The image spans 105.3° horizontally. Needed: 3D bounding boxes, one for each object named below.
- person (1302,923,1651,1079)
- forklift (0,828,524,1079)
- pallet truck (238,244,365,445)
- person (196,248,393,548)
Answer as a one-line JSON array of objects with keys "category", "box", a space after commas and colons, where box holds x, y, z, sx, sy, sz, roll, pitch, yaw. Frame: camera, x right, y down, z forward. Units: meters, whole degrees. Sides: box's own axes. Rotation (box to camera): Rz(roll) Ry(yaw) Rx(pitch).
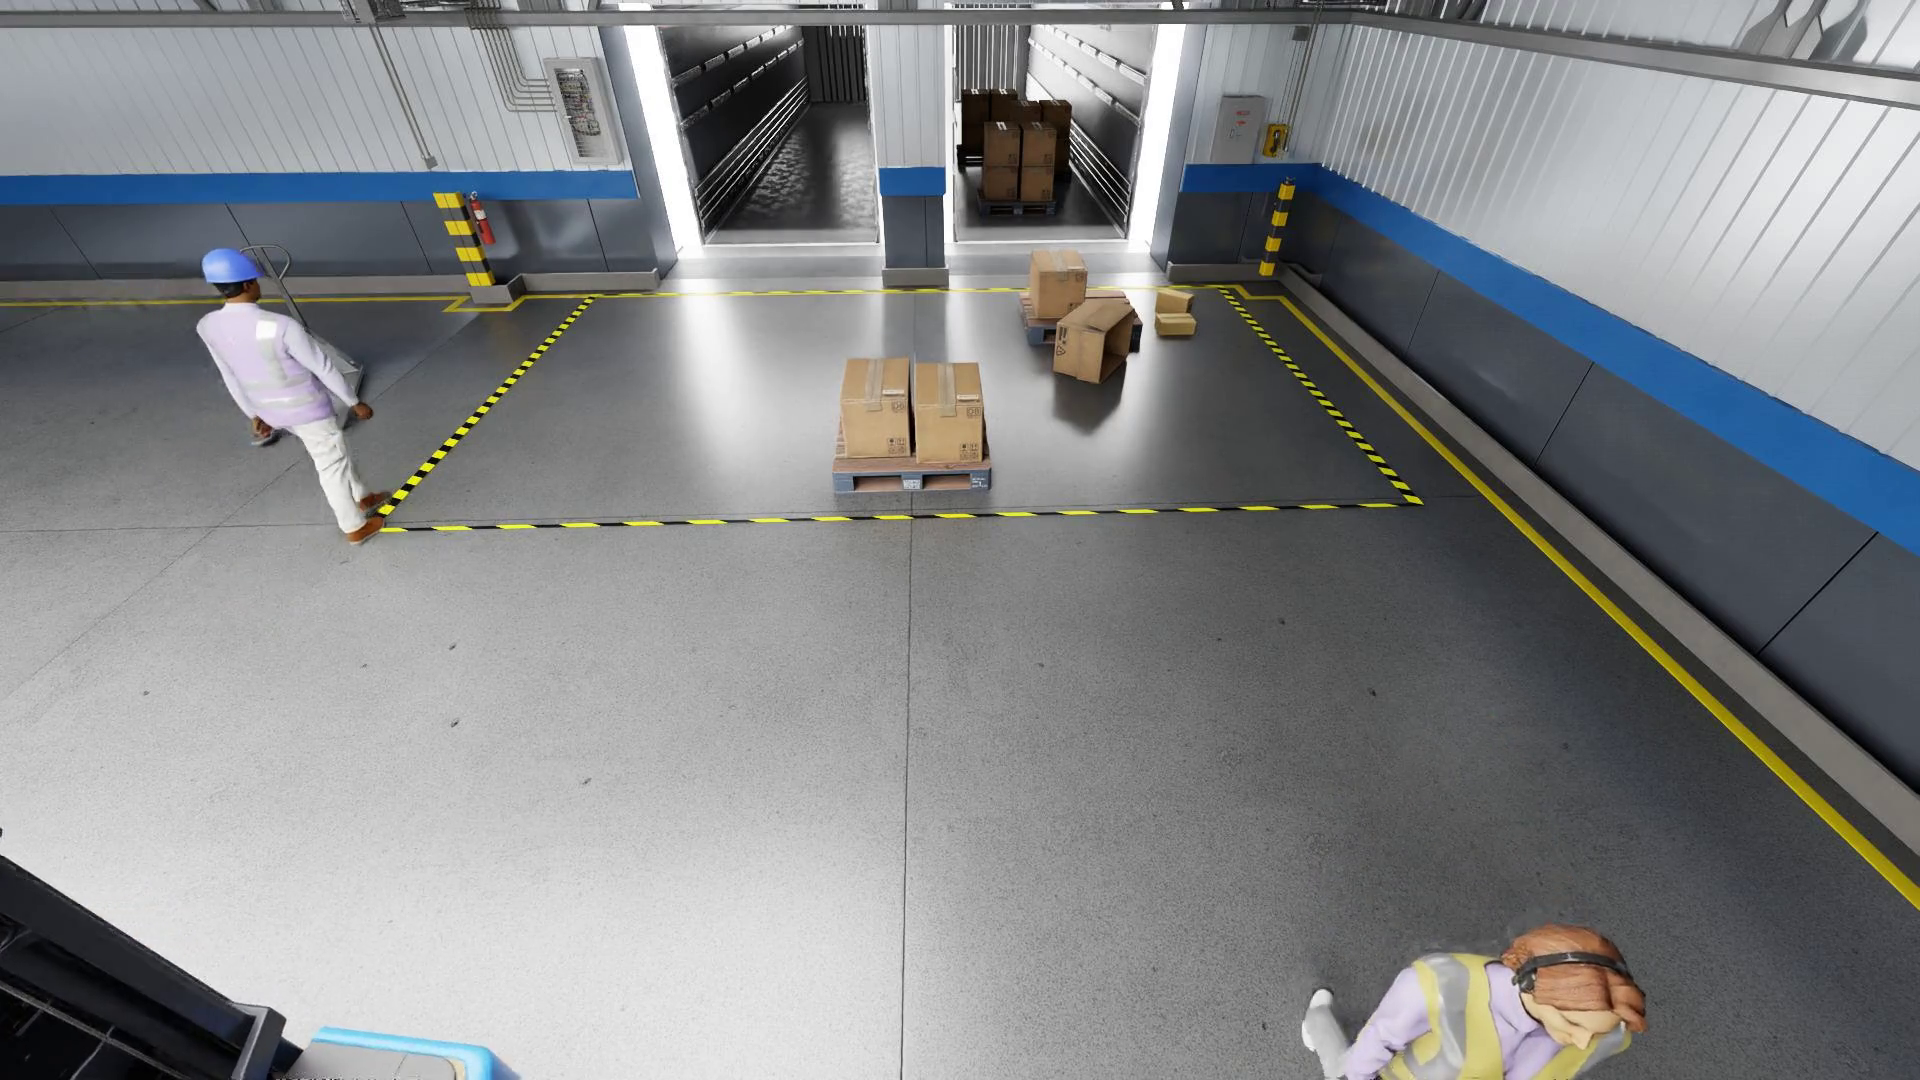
[{"category": "person", "box": [1.318, 1.436, 2.069, 0.508, 1.609, 0.710, 9, 39, 12]}, {"category": "forklift", "box": [-1.801, 1.450, 1.710, 0.776, 2.013, 0.716, 3, 39, 4]}, {"category": "pallet truck", "box": [-5.915, -1.733, 6.366, 0.680, 1.201, 1.601, -18, 42, -21]}, {"category": "person", "box": [-4.212, -0.868, 4.722, 0.614, 1.921, 0.579, 5, 39, 7]}]
